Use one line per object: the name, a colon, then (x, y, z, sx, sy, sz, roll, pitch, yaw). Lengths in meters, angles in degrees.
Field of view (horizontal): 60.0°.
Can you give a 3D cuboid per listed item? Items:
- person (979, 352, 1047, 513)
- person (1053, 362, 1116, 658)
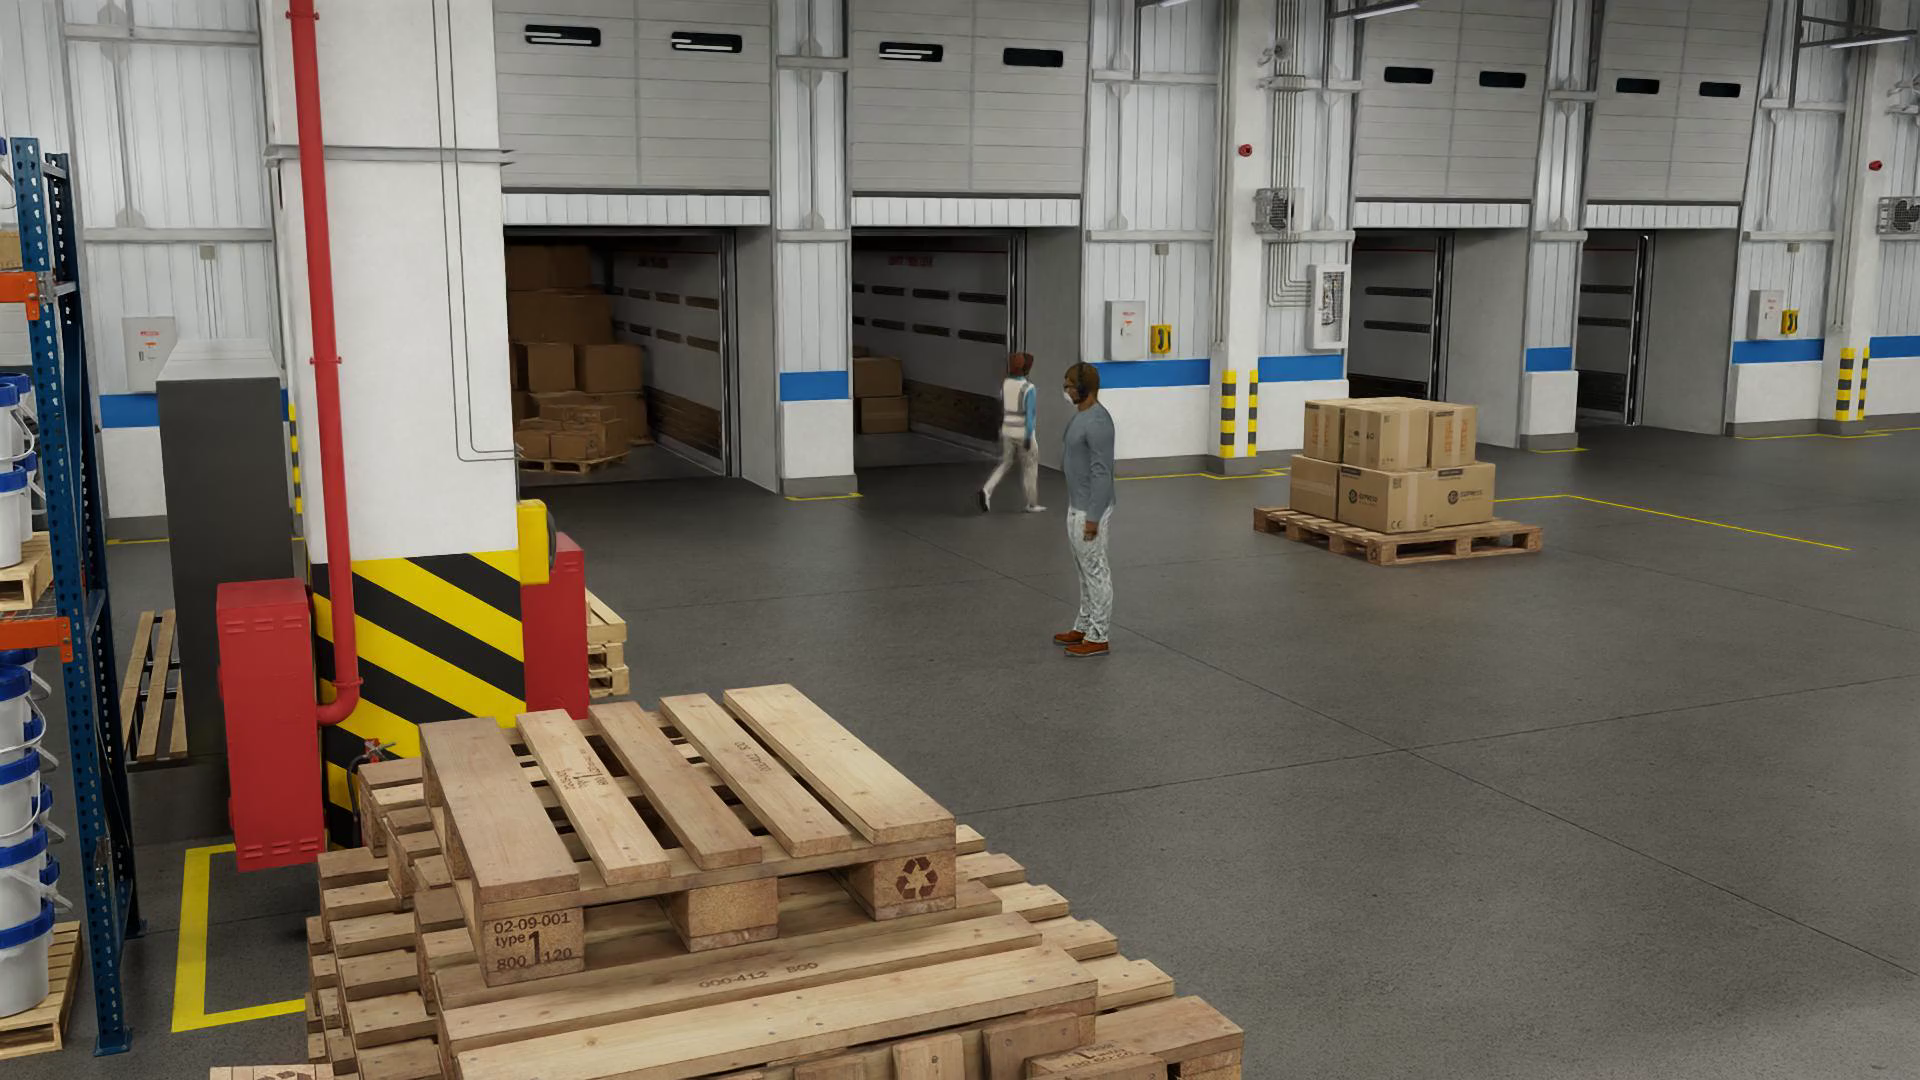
person: (0.530, -1.049, 16.445, 0.691, 1.615, 0.517, -9, 14, -41)
person: (0.831, -0.198, 10.891, 0.372, 1.935, 0.627, -1, 10, -6)
